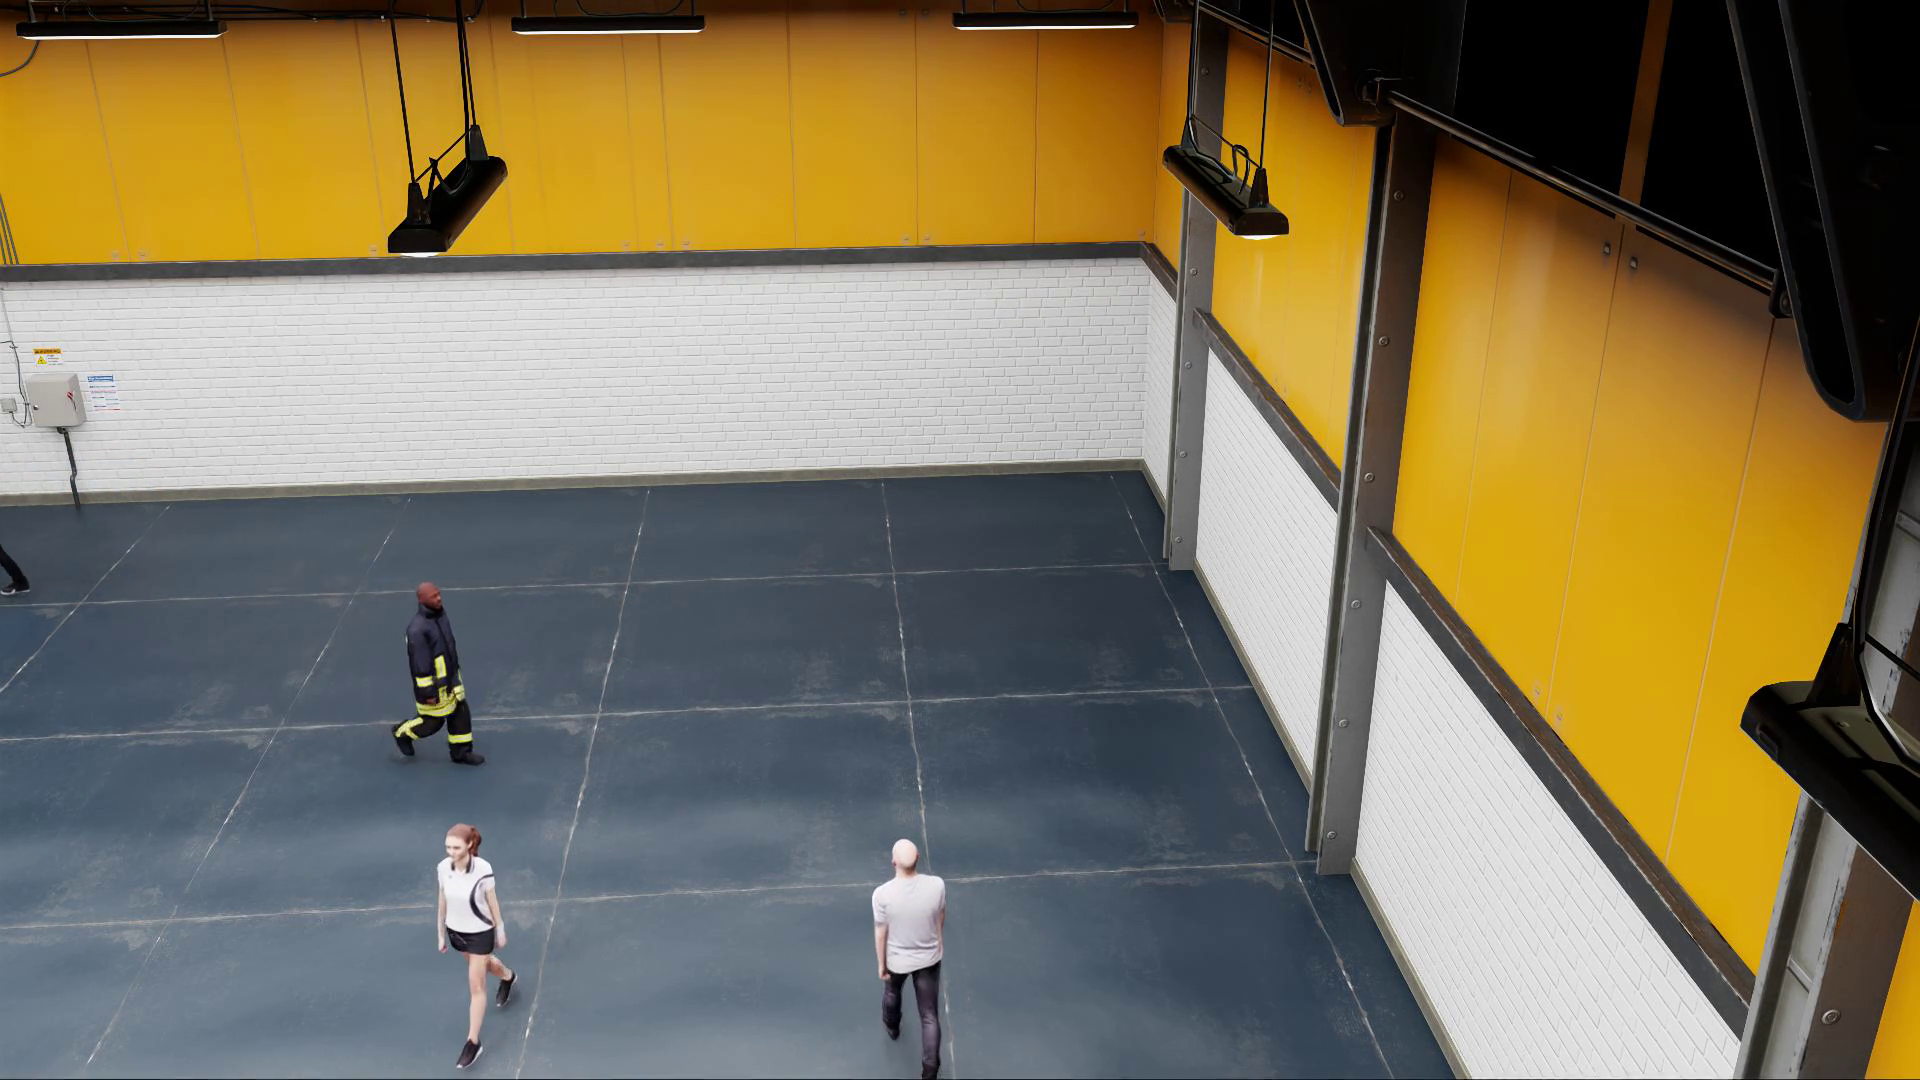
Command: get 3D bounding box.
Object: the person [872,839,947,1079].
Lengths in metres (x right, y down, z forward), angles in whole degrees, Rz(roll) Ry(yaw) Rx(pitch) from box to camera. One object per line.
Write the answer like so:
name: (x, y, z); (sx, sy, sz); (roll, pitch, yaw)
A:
person: (-0.297, 2.860, 11.102); (0.705, 1.789, 1.221); (-4, 24, -9)

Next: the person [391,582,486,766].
person: (-4.763, 1.215, 14.850); (1.043, 1.801, 1.144); (6, 24, 14)

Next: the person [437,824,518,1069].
person: (-3.355, 2.690, 11.589); (0.823, 1.710, 1.221); (5, 24, 11)
